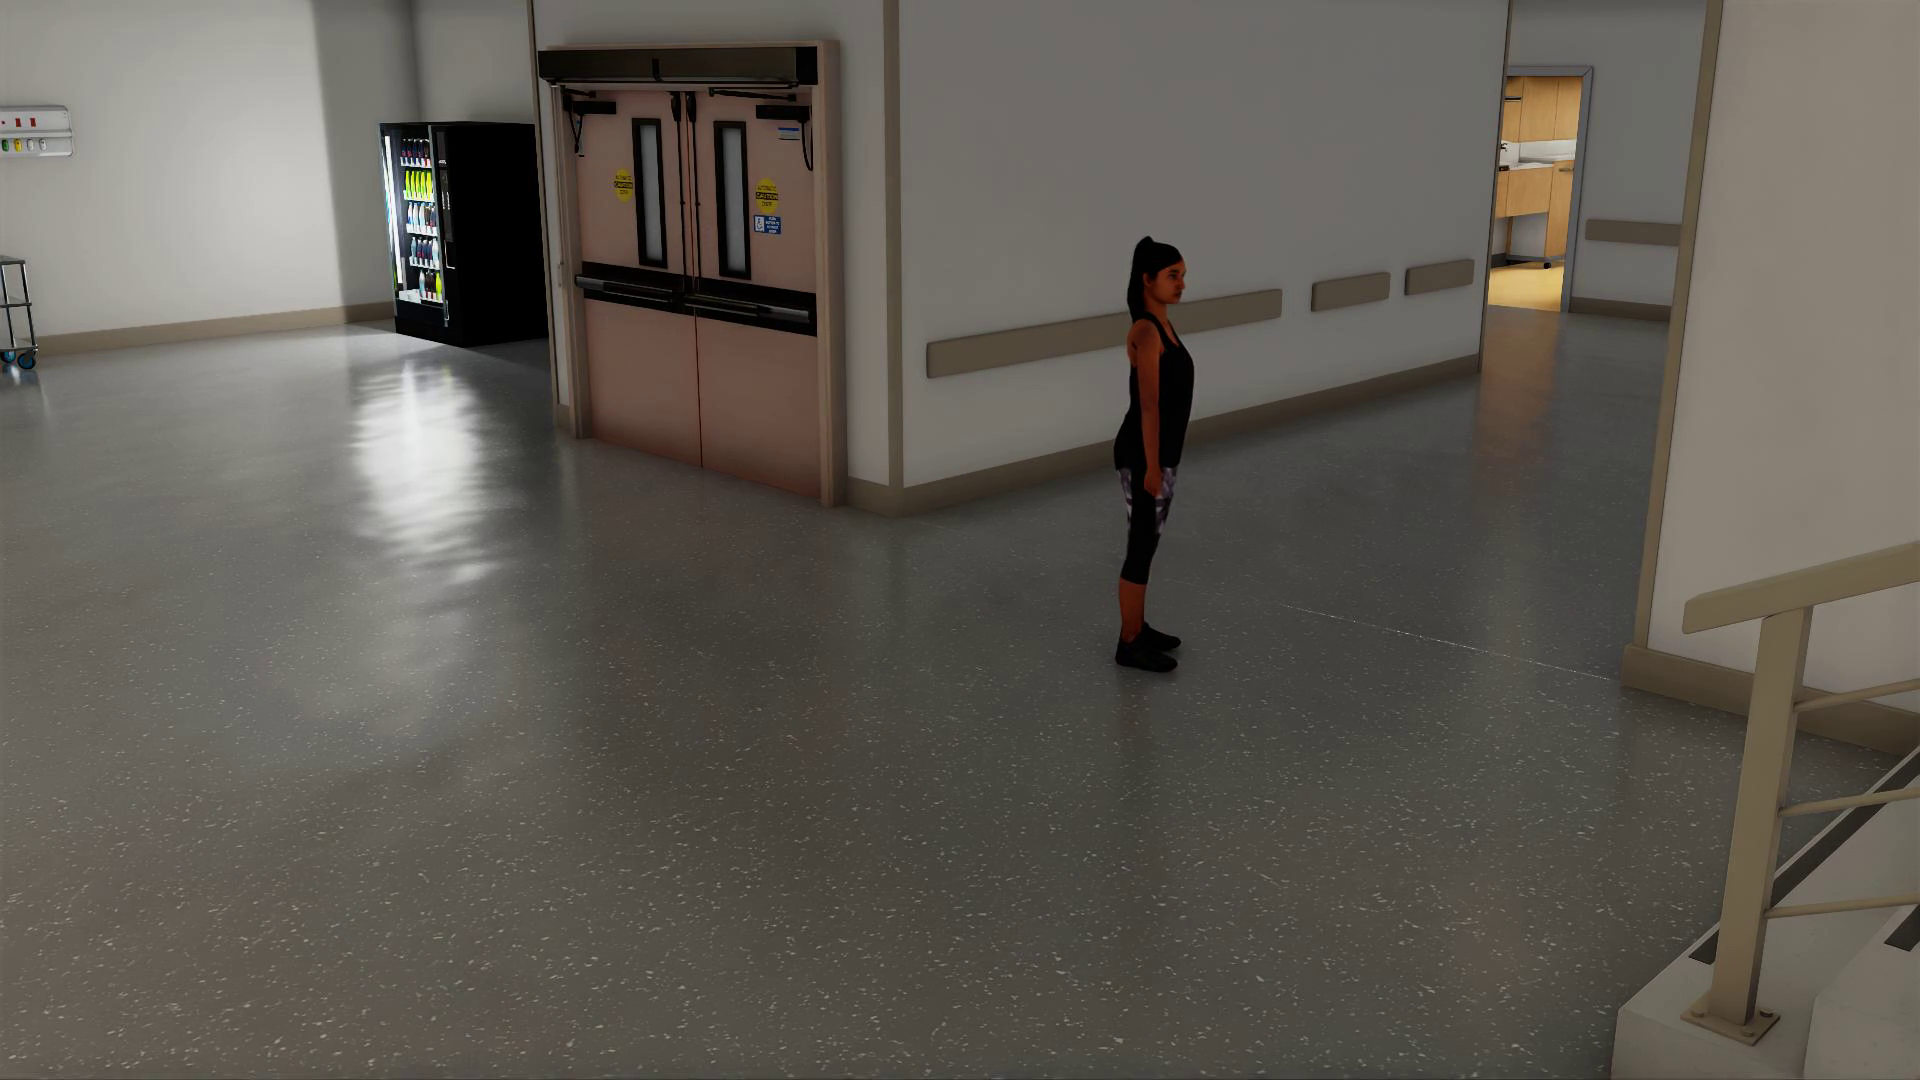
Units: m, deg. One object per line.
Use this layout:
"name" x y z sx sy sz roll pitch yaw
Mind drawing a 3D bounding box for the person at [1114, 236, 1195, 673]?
"person" 0.735 -0.338 6.468 0.675 1.662 0.654 3 16 12
